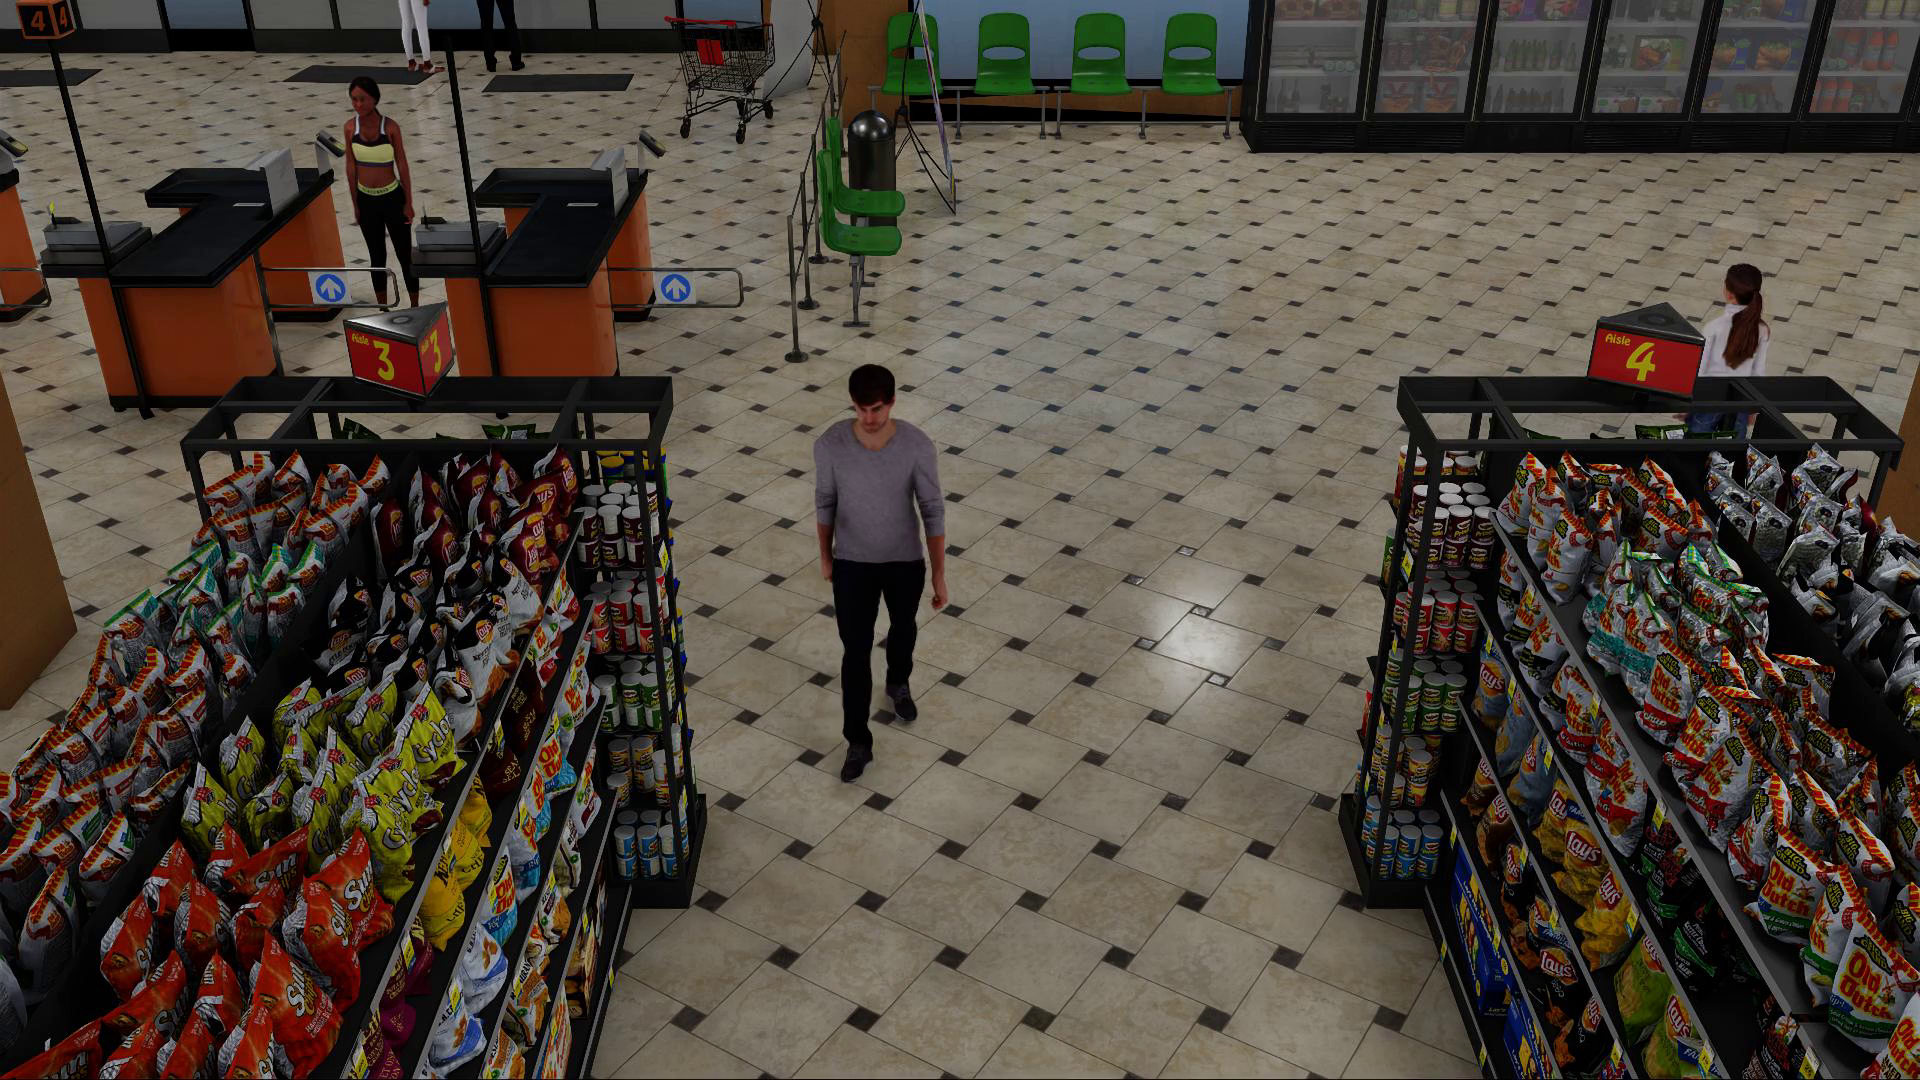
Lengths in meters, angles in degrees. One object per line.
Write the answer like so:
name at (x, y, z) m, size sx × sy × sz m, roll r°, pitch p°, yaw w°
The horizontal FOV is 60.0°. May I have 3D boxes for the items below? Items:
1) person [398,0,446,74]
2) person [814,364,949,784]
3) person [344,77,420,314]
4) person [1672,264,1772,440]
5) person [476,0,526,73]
person at (-6.048, -6.033, 18.298) m, size 0.668 × 1.724 × 0.676 m, roll 16°, pitch 32°, yaw 26°
person at (-0.342, 0.041, 7.094) m, size 0.713 × 1.800 × 1.029 m, roll -4°, pitch 29°, yaw -7°
person at (-3.969, -2.313, 11.454) m, size 0.568 × 1.754 × 0.513 m, roll -2°, pitch 29°, yaw -3°
person at (3.991, -0.695, 8.699) m, size 0.634 × 1.555 × 0.511 m, roll 4°, pitch 29°, yaw 7°
person at (-5.152, -6.125, 18.345) m, size 0.774 × 1.841 × 0.673 m, roll -6°, pitch 29°, yaw -11°
